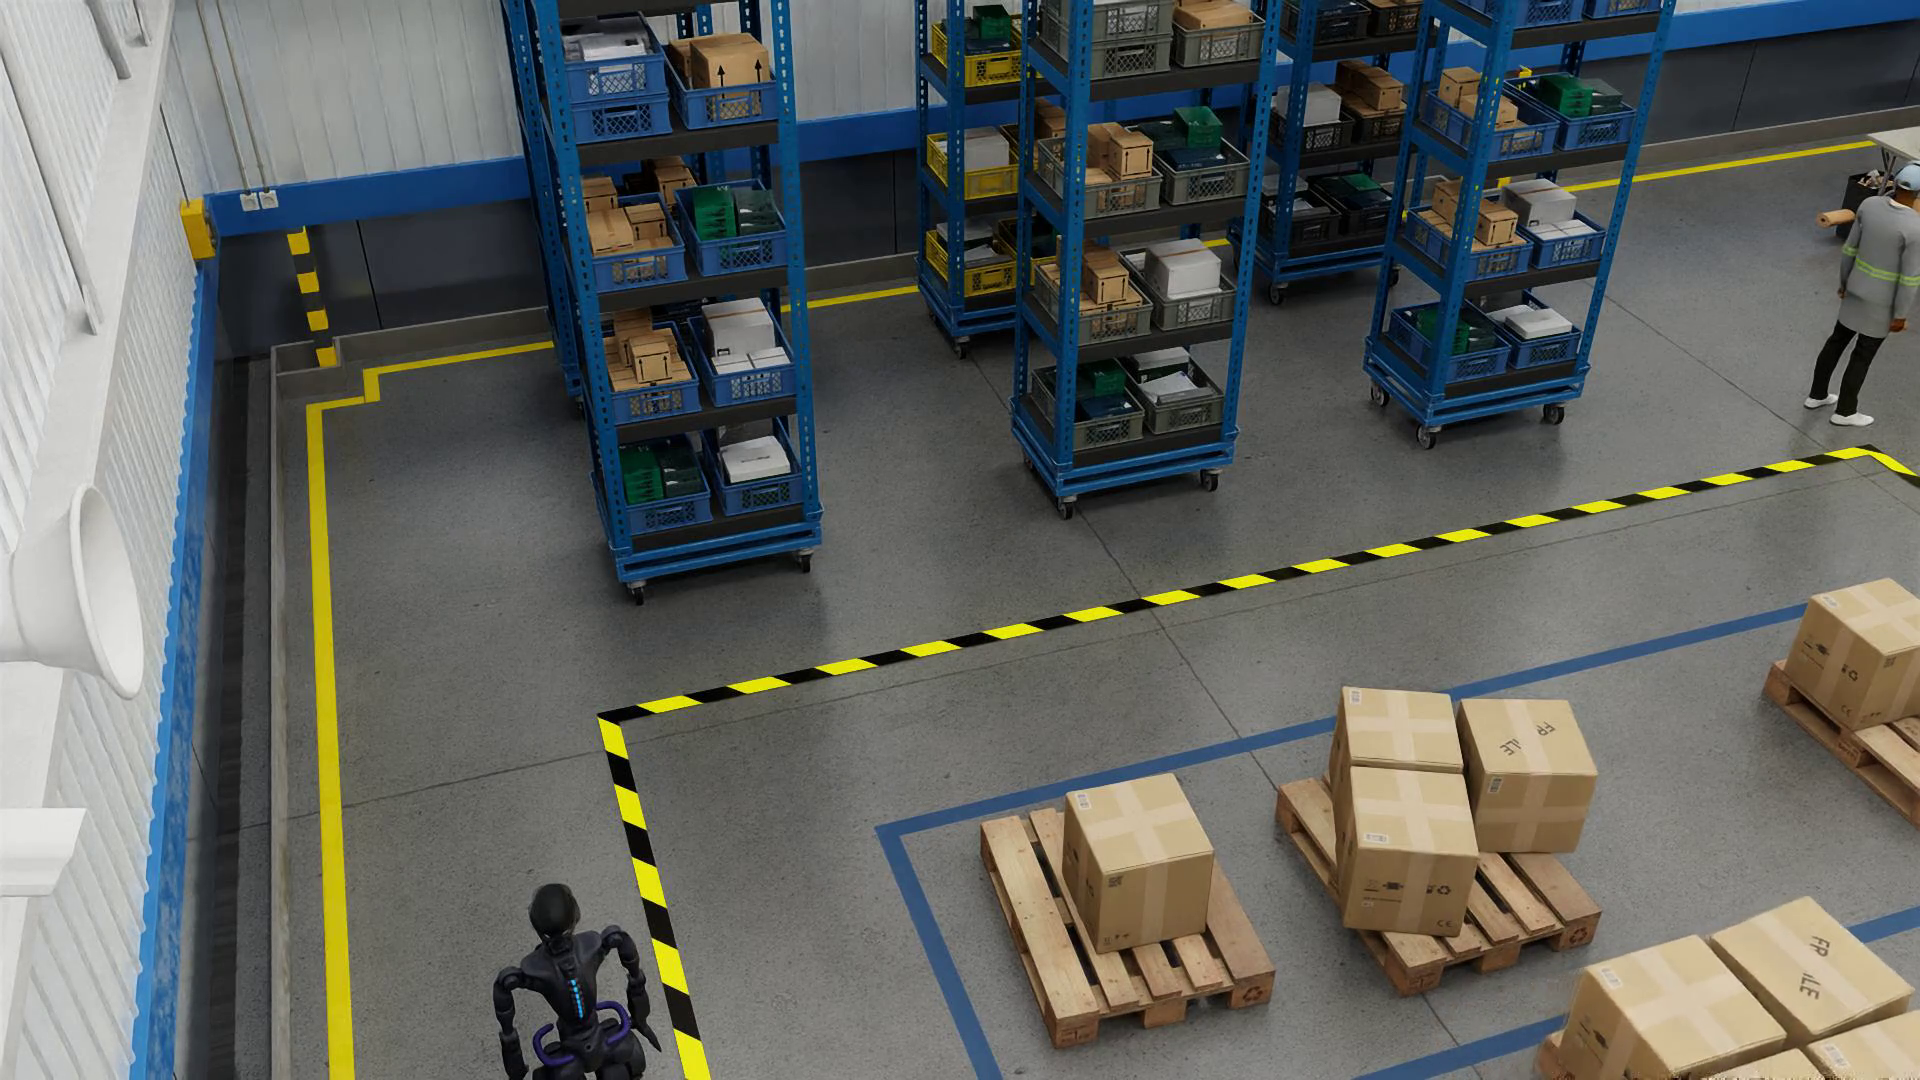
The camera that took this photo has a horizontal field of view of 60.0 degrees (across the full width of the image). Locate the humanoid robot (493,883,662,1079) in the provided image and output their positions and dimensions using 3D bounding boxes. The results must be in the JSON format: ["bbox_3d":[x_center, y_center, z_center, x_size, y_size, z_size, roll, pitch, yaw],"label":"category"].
[{"bbox_3d":[-1.397,1.898,6.132,0.599,1.654,0.315,-18,39,-24],"label":"humanoid robot"}]

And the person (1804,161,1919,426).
[{"bbox_3d":[6.049,-1.624,10.983,0.369,1.852,0.595,-11,37,-15],"label":"person"}]
